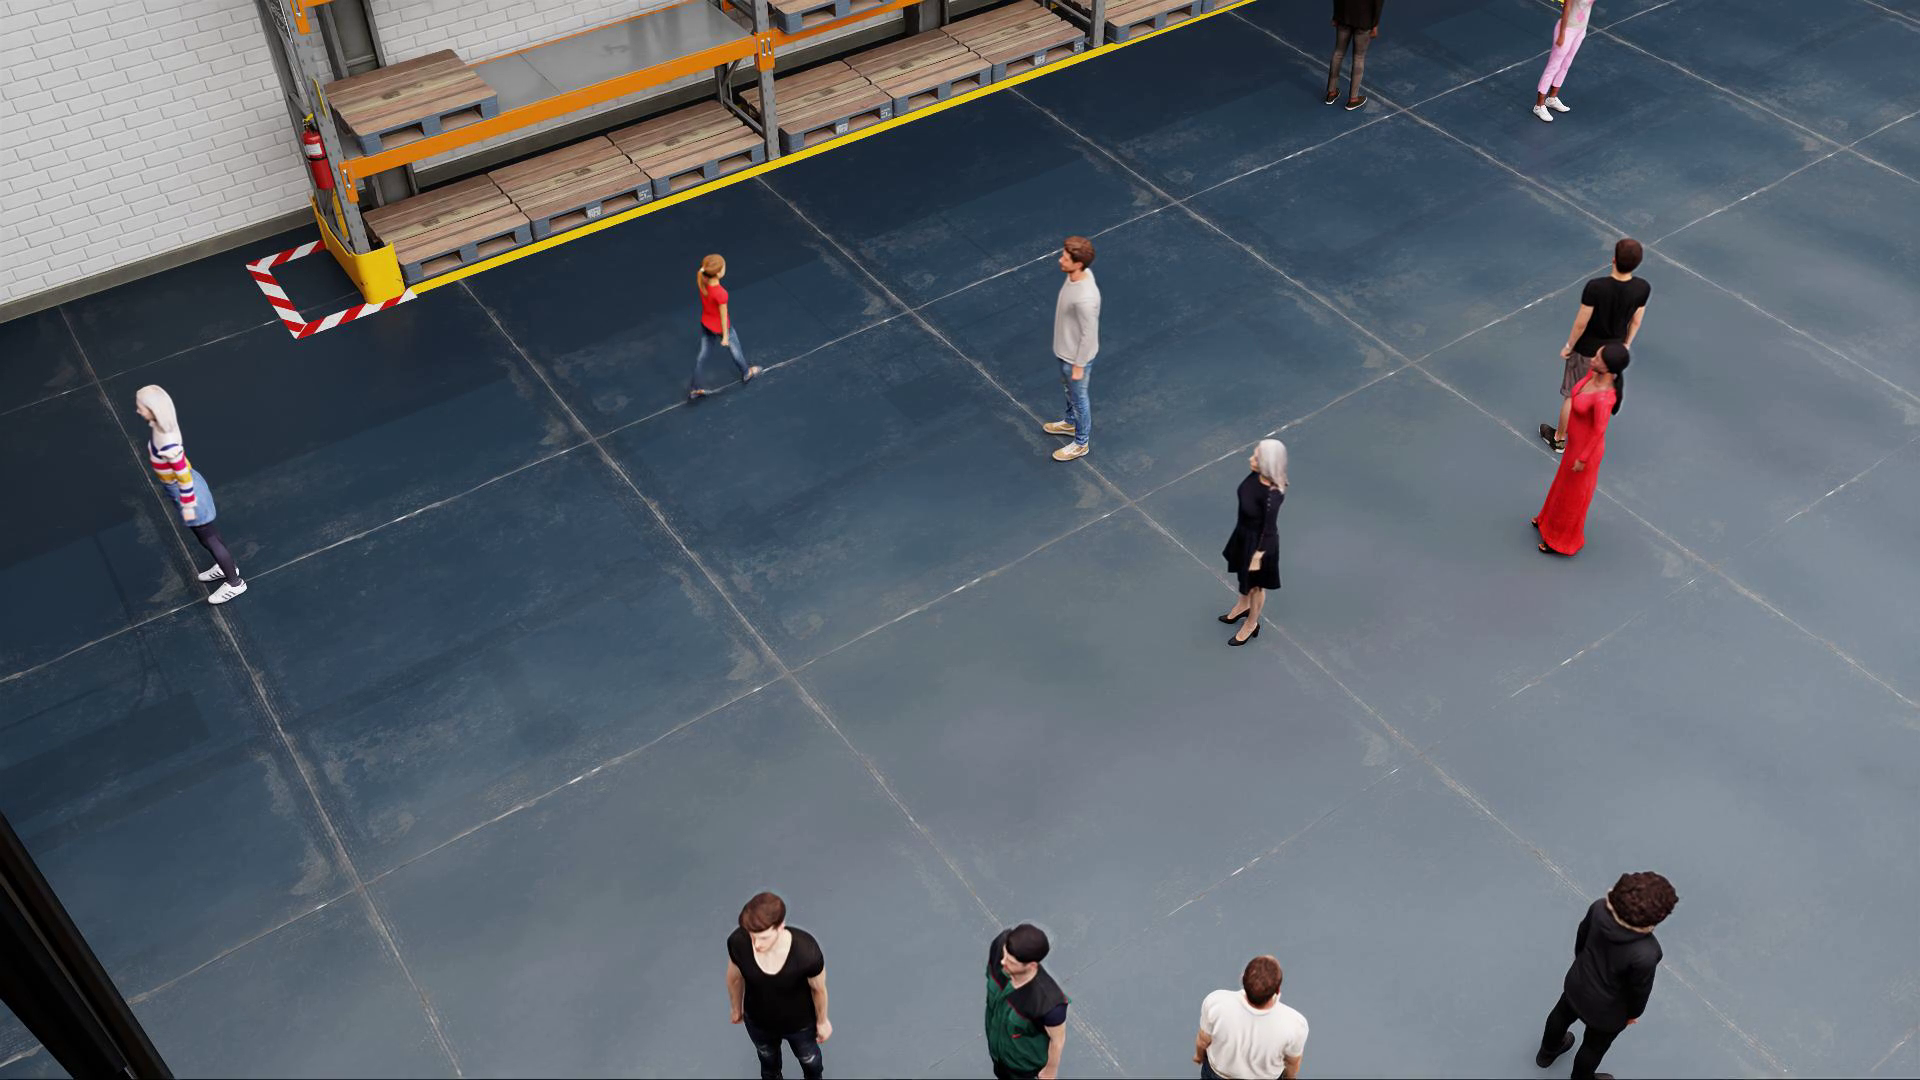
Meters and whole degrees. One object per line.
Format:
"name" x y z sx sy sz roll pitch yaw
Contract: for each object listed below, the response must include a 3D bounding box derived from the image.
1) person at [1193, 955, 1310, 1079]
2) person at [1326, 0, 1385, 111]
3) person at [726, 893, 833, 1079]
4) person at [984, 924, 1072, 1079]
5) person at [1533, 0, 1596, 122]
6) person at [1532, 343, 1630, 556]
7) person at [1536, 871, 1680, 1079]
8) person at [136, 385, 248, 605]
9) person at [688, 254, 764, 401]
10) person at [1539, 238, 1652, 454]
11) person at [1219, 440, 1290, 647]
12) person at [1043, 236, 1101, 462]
"person" 1.378 2.617 8.150 0.754 1.855 0.775 14 45 14
"person" 3.879 -5.108 16.299 0.716 1.799 0.664 28 50 27
"person" -0.900 2.360 8.390 0.749 1.895 0.802 8 44 8
"person" 0.316 2.478 8.264 0.548 1.899 0.677 -25 49 -24
"person" 5.933 -4.960 16.186 0.476 1.741 0.643 -31 51 -28
"person" 4.356 -0.639 11.619 0.794 1.784 0.741 4 44 5
"person" 3.308 2.290 8.547 0.652 1.781 0.663 -18 46 -18
"person" -5.228 -0.326 11.272 0.534 1.809 0.665 -22 48 -22
"person" -1.971 -1.647 13.042 0.622 1.280 0.950 32 52 29
"person" 4.758 -1.431 12.394 0.733 1.862 0.837 -1 44 -1
"person" 1.936 0.014 10.961 0.719 1.747 0.697 -3 44 -4
"person" 0.860 -1.430 12.363 0.730 1.902 0.746 -6 44 -7
